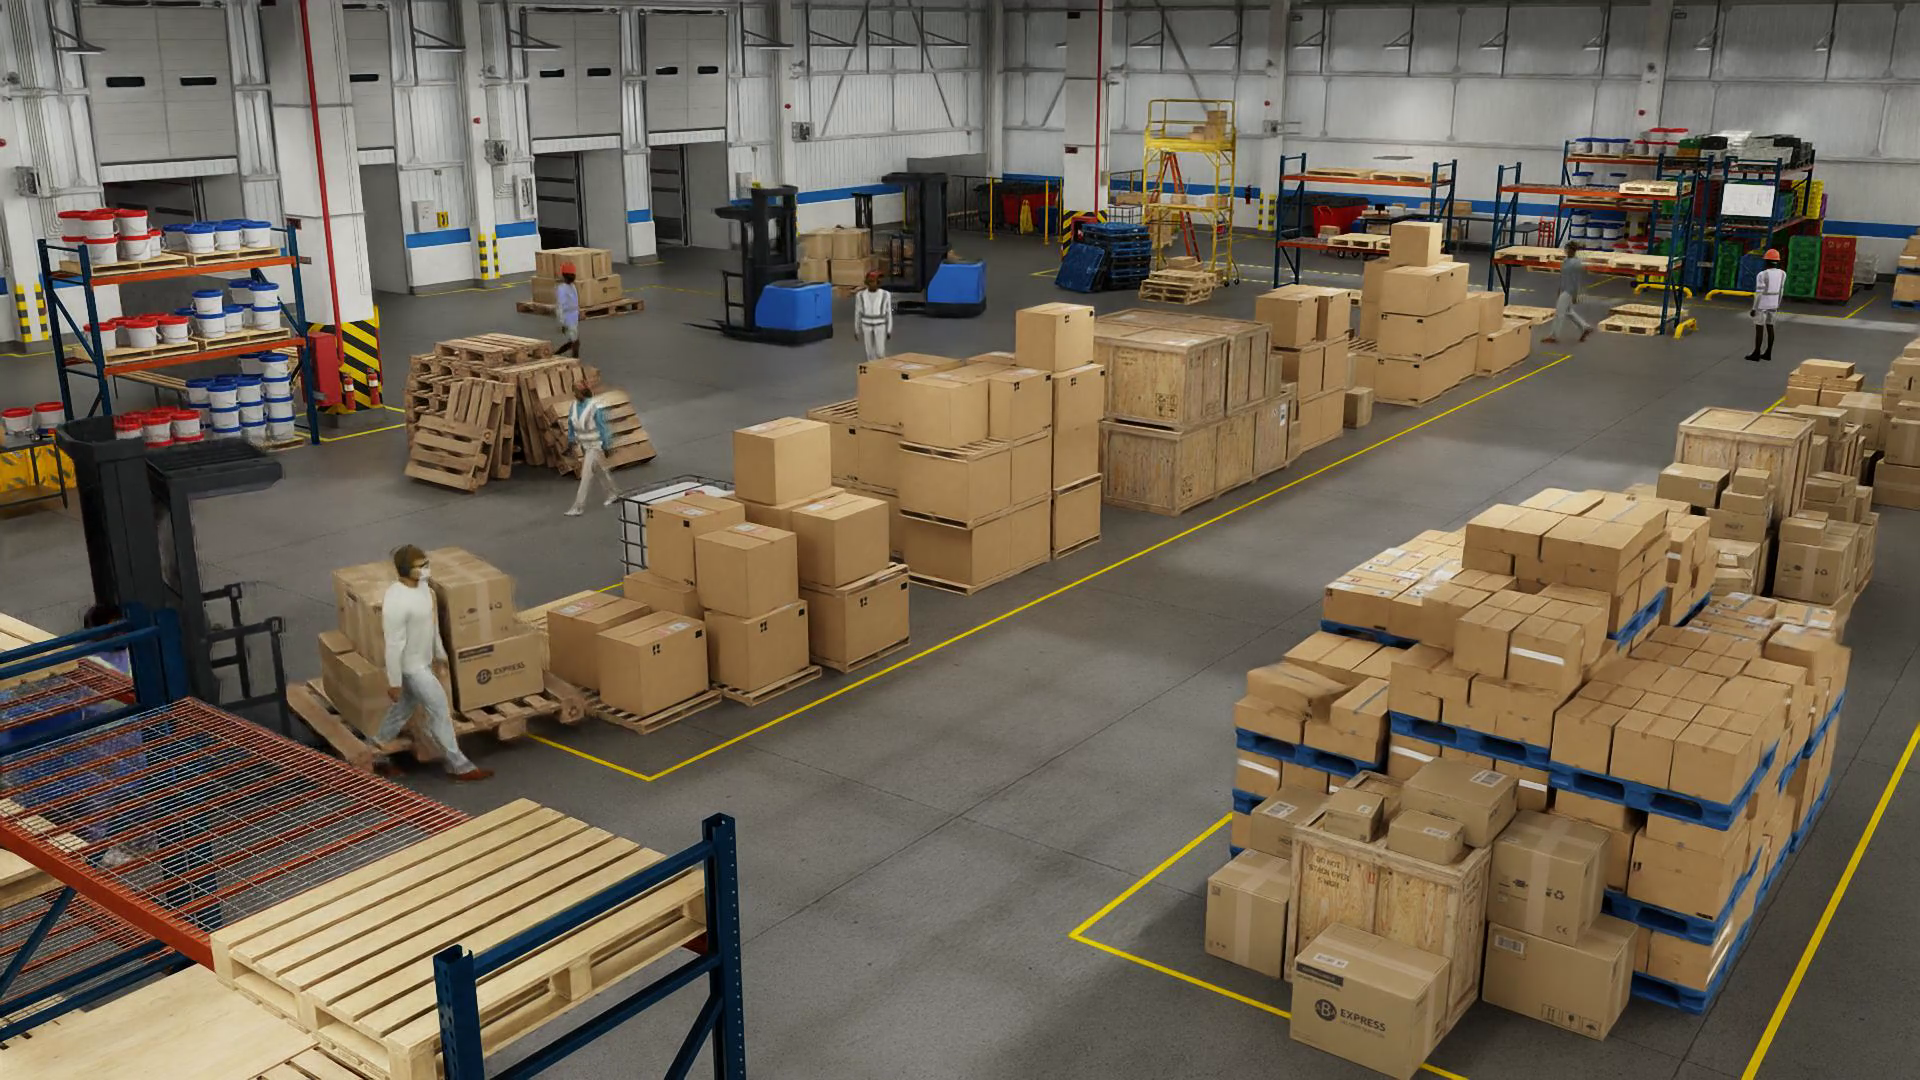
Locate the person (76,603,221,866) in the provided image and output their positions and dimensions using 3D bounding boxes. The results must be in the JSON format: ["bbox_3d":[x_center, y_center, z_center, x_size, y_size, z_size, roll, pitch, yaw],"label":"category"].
[{"bbox_3d":[-5.502,1.322,11.098,0.935,1.876,0.632,3,17,9],"label":"person"}]

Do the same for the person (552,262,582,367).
[{"bbox_3d":[-6.515,-3.646,27.497,0.757,1.918,0.549,2,17,8],"label":"person"}]

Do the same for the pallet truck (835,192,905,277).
[{"bbox_3d":[-1.936,-7.159,38.982,1.885,1.965,0.823,-12,21,-34],"label":"pallet truck"}]

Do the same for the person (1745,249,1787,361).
[{"bbox_3d":[13.977,-4.067,28.848,0.543,1.939,0.356,-4,17,-14],"label":"person"}]

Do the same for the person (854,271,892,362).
[{"bbox_3d":[-1.407,-3.341,26.569,0.595,1.855,0.725,2,17,5],"label":"person"}]

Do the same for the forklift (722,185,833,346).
[{"bbox_3d":[-3.374,-5.106,30.683,1.873,2.768,1.129,12,21,35],"label":"forklift"}]

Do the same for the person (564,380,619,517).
[{"bbox_3d":[-4.381,-1.112,19.653,0.507,1.588,0.906,13,21,37],"label":"person"}]

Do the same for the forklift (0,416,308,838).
[{"bbox_3d":[-5.971,0.553,11.942,1.873,2.768,1.129,-13,21,-37],"label":"forklift"}]

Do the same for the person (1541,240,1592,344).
[{"bbox_3d":[11.213,-4.543,30.488,0.890,1.910,0.638,0,17,0],"label":"person"}]

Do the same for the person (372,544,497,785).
[{"bbox_3d":[-4.067,0.930,12.391,1.011,1.893,0.647,0,17,-1],"label":"person"}]

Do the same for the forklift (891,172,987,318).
[{"bbox_3d":[-0.447,-5.970,33.542,1.873,2.768,1.129,3,17,10],"label":"forklift"}]
